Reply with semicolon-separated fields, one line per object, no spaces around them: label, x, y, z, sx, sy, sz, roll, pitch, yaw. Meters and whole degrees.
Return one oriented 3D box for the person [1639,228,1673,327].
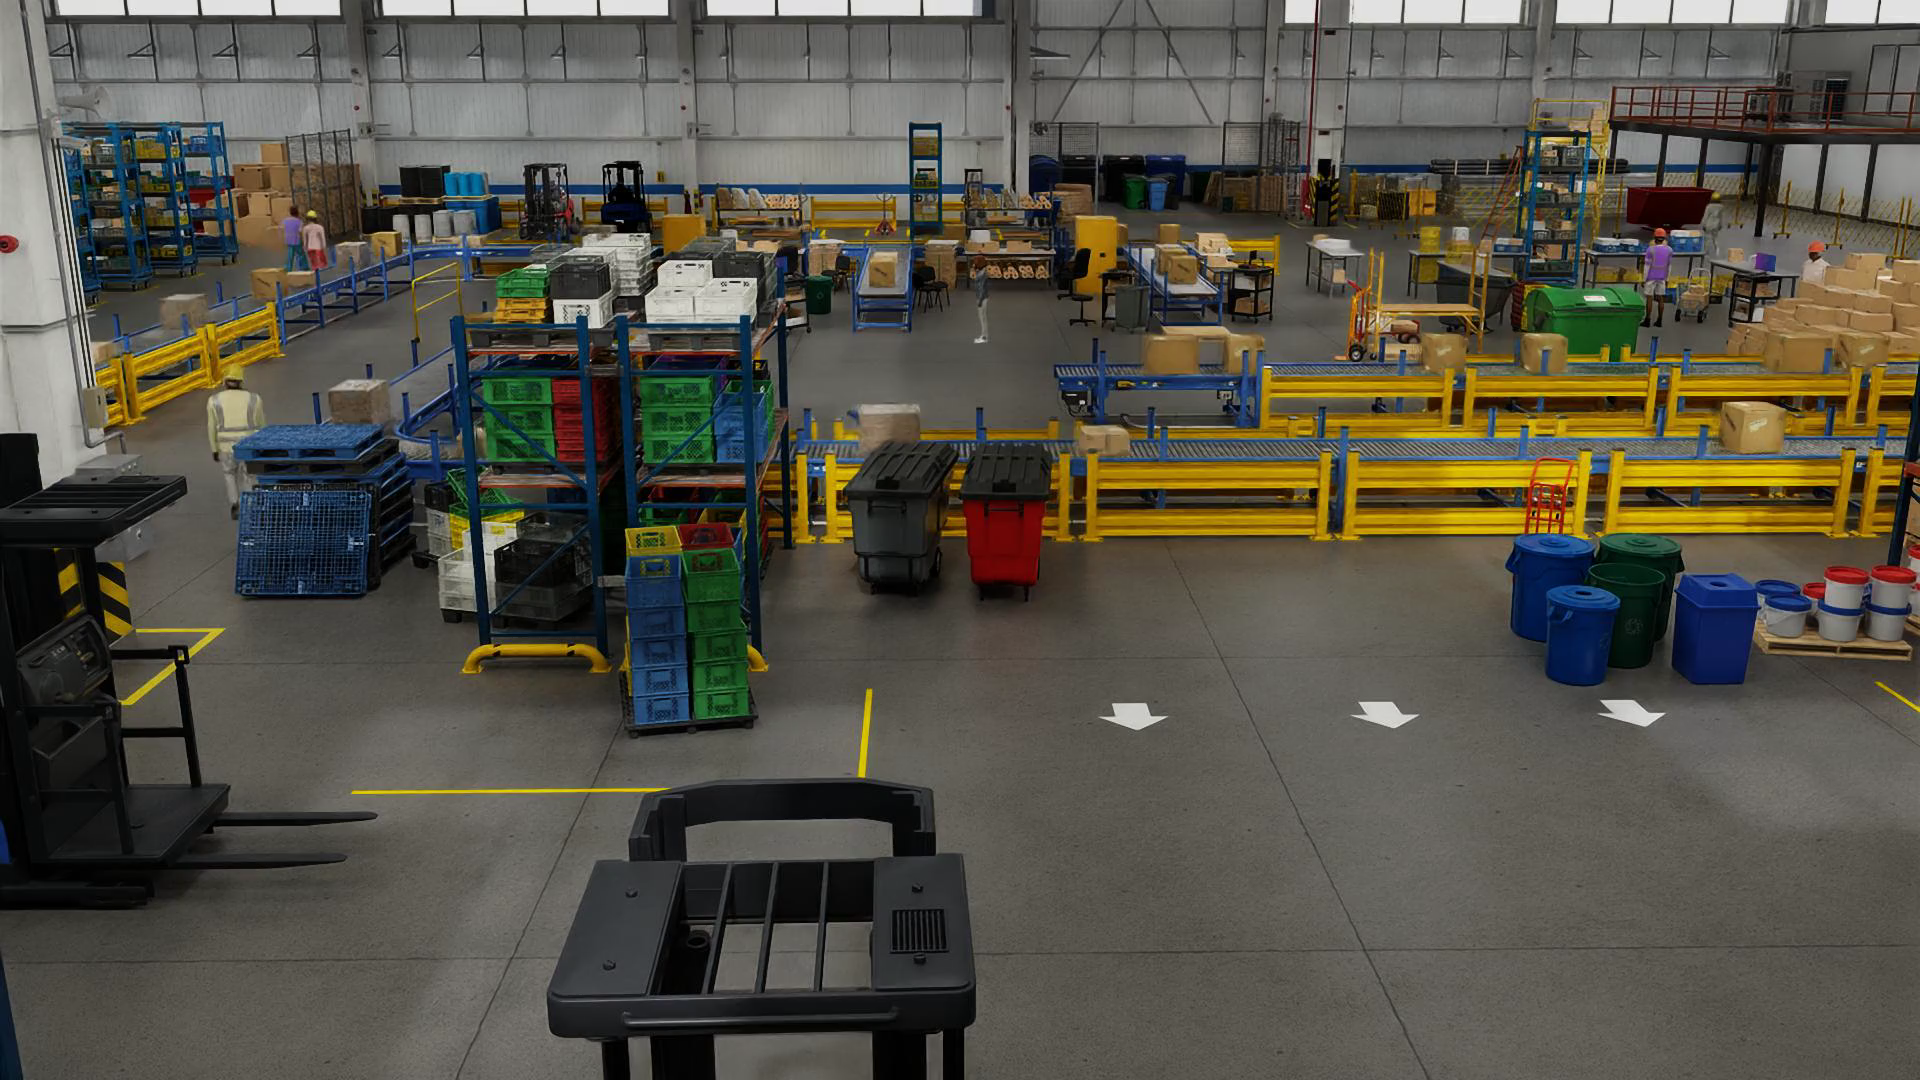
person;13.648;-5.146;32.647;0.550;1.933;0.375;-1;16;-4

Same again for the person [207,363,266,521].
person;-8.117;-1.080;18.735;0.601;1.814;0.414;-6;17;-21

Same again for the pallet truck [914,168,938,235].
pallet truck;-0.989;-10.316;50.507;0.823;1.965;1.885;1;16;3

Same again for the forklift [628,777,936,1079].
forklift;-0.542;2.165;5.552;1.129;2.768;1.873;-1;16;-2

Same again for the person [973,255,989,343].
person;0.387;-4.462;30.823;0.283;1.624;0.494;-1;16;-3

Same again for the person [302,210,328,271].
person;-14.935;-6.744;38.519;0.548;1.750;0.413;2;16;8

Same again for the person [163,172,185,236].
person;-22.807;-9.691;48.339;0.625;1.992;0.388;1;16;5

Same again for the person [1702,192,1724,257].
person;20.043;-8.382;44.265;0.488;1.728;0.501;0;16;0

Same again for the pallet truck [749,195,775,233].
pallet truck;-6.051;-9.967;50.660;0.680;1.201;1.601;0;16;-1

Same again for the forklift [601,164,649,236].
forklift;-9.948;-10.127;49.296;1.157;1.987;2.680;-1;16;-3

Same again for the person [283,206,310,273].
person;-15.648;-6.956;39.191;0.589;1.797;0.966;3;16;12

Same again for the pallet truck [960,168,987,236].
pallet truck;0.383;-10.230;50.206;0.823;1.965;1.885;-1;16;-3

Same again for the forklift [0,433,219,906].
forklift;-5.952;0.780;10.366;1.873;2.768;1.129;0;16;-1

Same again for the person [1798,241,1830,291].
person;15.228;-4.348;29.770;0.399;1.989;0.623;-5;17;-17

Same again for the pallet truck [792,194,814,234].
pallet truck;-4.814;-9.883;50.259;0.704;1.261;1.522;-1;16;-3

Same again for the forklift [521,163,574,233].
forklift;-12.233;-10.122;49.298;1.157;1.987;2.680;0;16;-1

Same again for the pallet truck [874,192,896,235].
pallet truck;-2.277;-9.986;50.594;0.653;1.274;1.630;0;16;-1
